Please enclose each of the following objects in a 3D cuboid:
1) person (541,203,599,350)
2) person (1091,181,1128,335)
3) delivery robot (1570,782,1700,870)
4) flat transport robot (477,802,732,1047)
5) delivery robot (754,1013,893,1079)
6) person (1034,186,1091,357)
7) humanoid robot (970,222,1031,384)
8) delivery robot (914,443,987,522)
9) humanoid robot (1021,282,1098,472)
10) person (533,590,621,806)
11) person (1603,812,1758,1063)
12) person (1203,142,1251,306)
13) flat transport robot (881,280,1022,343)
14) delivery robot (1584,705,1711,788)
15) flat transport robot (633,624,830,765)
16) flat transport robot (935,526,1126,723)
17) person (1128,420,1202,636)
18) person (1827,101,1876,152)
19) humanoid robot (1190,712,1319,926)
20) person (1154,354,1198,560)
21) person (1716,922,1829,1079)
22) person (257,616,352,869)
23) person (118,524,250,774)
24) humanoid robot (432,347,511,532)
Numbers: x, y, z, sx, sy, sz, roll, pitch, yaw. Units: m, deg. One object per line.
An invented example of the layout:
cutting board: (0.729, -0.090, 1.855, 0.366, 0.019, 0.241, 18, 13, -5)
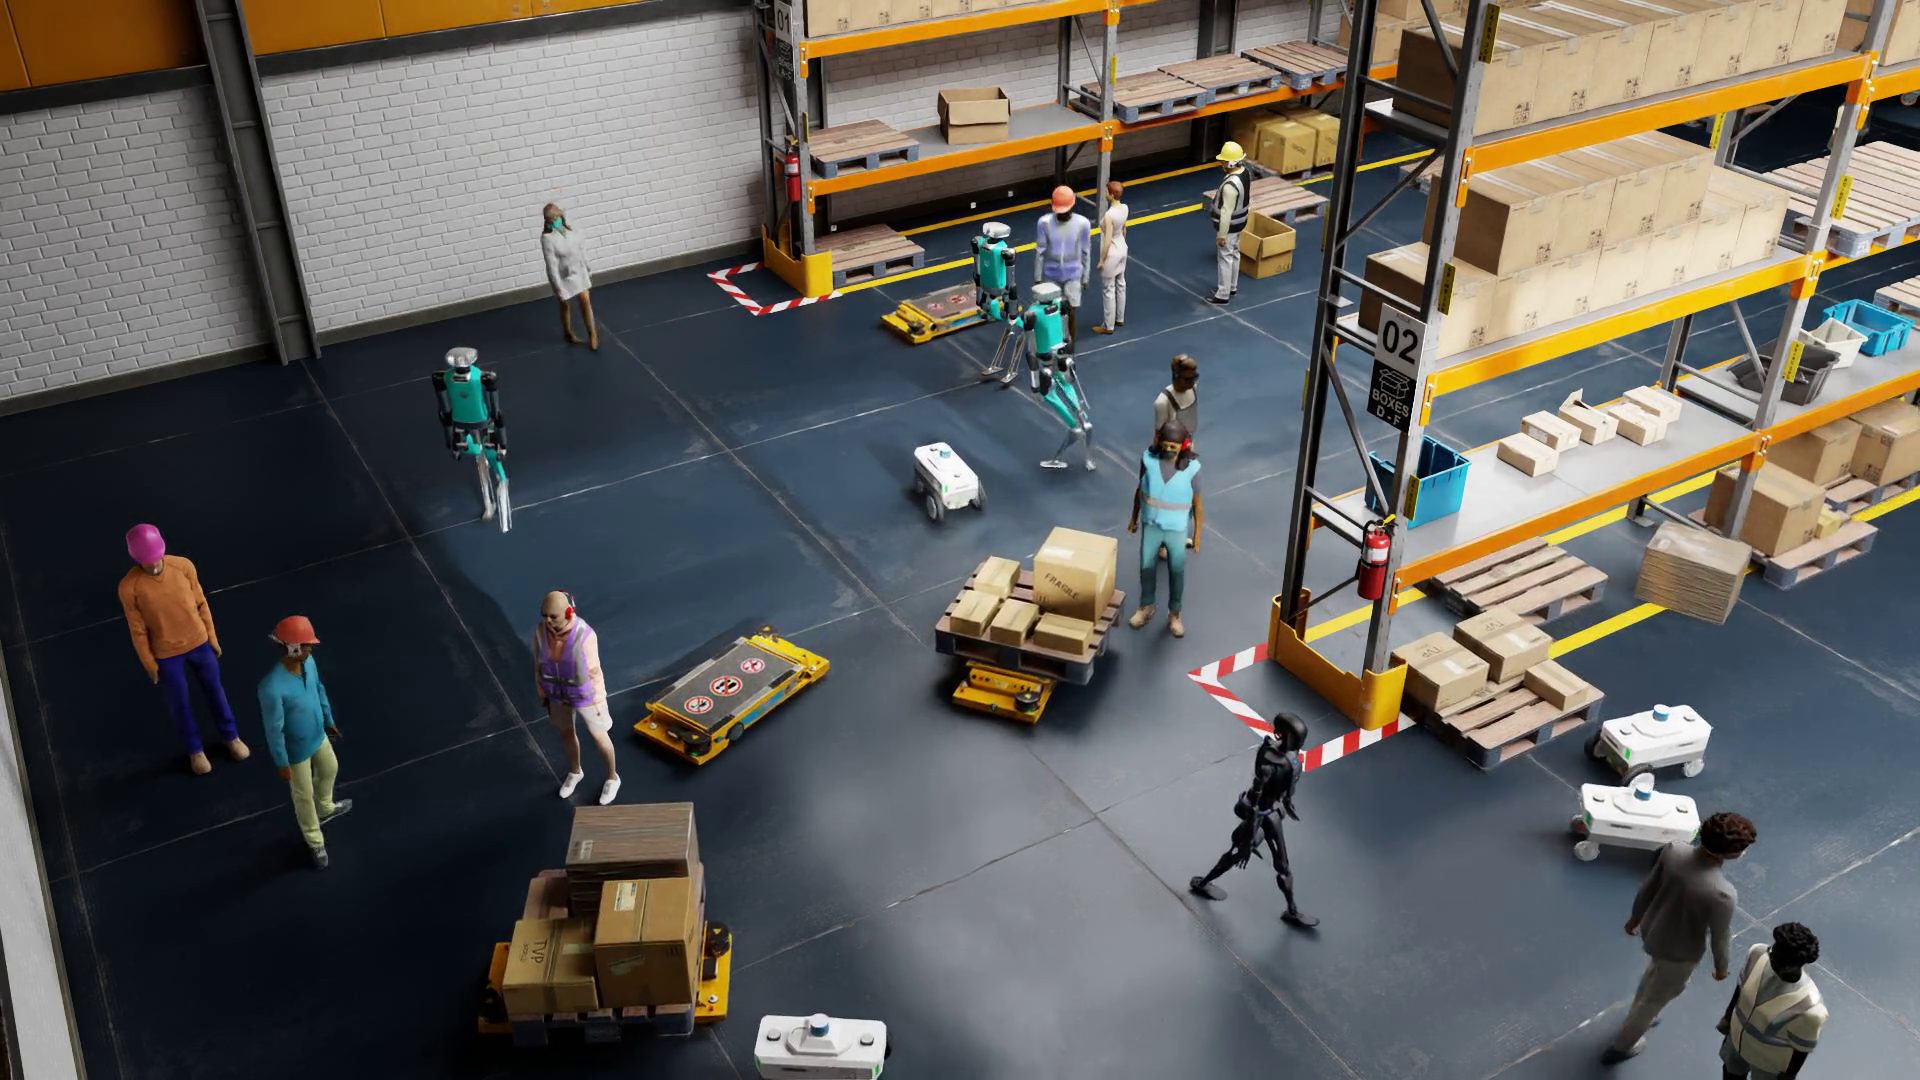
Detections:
person: (-4.012, -2.710, 17.123, 0.536, 1.624, 0.635, -21, 38, -30)
person: (1.598, -2.982, 17.529, 0.274, 1.658, 0.459, 20, 37, 28)
delivery robot: (4.409, 1.842, 10.870, 0.769, 0.587, 0.499, 6, 33, 10)
flat transport robot: (-2.102, 2.605, 9.930, 1.431, 0.231, 0.659, -2, 32, -3)
delivery robot: (-0.757, 2.873, 9.231, 0.795, 0.592, 0.499, 2, 32, 3)
person: (1.048, -2.733, 16.906, 0.582, 1.904, 0.639, 5, 32, 8)
humanoid robot: (0.486, -2.385, 16.379, 0.533, 1.677, 0.735, 27, 41, 36)
delivery robot: (-0.124, -0.549, 14.686, 0.499, 0.590, 0.793, -14, 35, -21)
humanoid robot: (0.995, -1.372, 14.888, 0.596, 1.765, 0.878, -26, 40, -35)
person: (-2.576, 1.039, 11.094, 0.486, 1.685, 0.355, 8, 33, 12)
person: (3.982, 2.170, 9.112, 0.661, 1.874, 0.552, -13, 34, -19)
person: (2.923, -3.445, 18.118, 0.403, 1.825, 0.589, 14, 35, 21)
flat transport robot: (-0.084, -2.493, 18.059, 1.431, 0.231, 0.659, -21, 38, -29)
delivery robot: (4.810, 1.408, 11.560, 0.783, 0.584, 0.499, -9, 33, -14)
flat transport robot: (-1.672, 1.121, 12.295, 0.659, 0.231, 1.431, 21, 38, 30)
flat transport robot: (0.508, 0.856, 12.719, 0.659, 0.231, 1.431, 12, 34, 18)
person: (1.579, -0.106, 12.770, 0.577, 1.857, 0.396, 13, 35, 20)
person: (10.683, -4.688, 20.076, 0.563, 1.846, 0.391, -17, 36, -26)
humanoid robot: (1.853, 1.675, 10.147, 0.843, 1.609, 0.606, 22, 38, 31)
person: (1.772, -0.706, 13.738, 0.347, 1.838, 0.515, 25, 40, 34)
person: (4.130, 2.613, 8.580, 0.319, 1.691, 0.535, -8, 33, -13)
person: (-4.218, 1.278, 10.690, 0.345, 1.708, 0.651, 6, 33, 9)
person: (-5.322, 0.728, 11.327, 0.518, 1.972, 0.404, -25, 40, -34)
humanoid robot: (-4.060, -0.886, 14.135, 0.541, 1.797, 0.826, 0, 32, 0)
